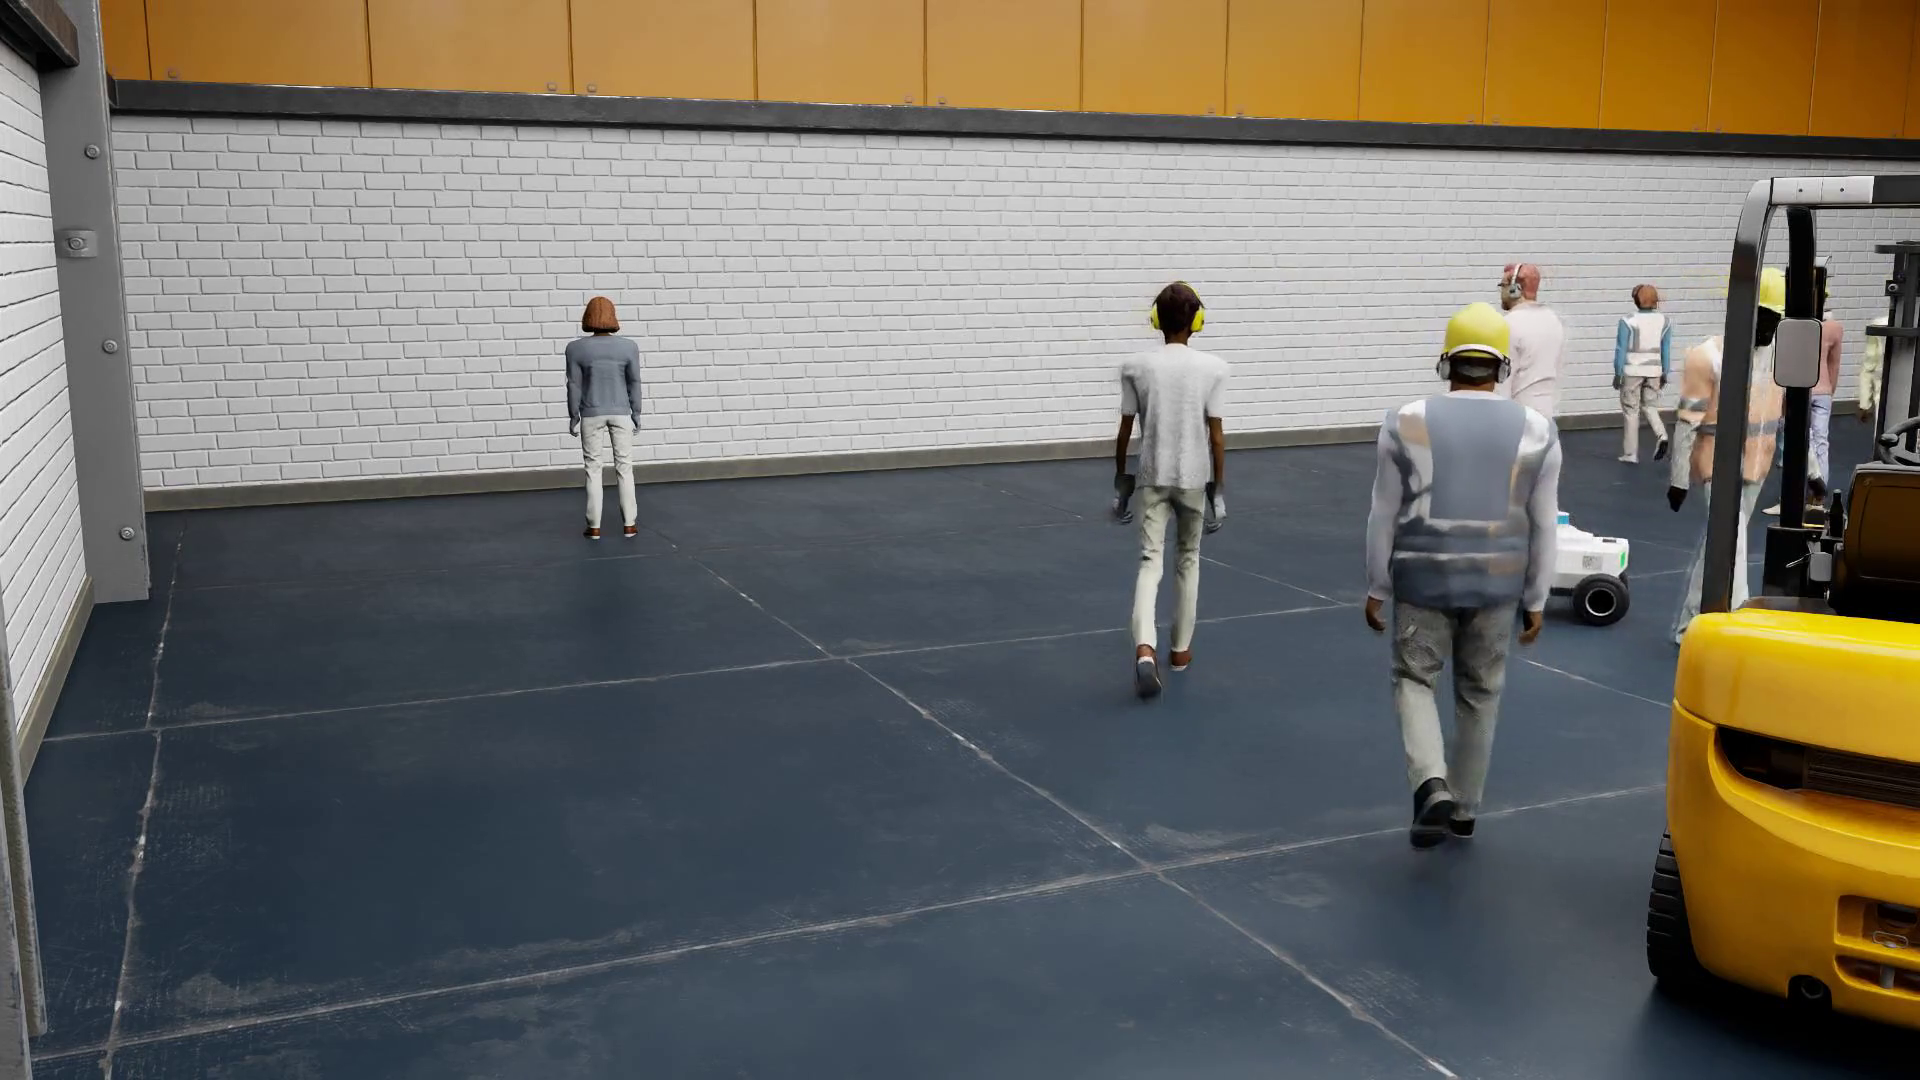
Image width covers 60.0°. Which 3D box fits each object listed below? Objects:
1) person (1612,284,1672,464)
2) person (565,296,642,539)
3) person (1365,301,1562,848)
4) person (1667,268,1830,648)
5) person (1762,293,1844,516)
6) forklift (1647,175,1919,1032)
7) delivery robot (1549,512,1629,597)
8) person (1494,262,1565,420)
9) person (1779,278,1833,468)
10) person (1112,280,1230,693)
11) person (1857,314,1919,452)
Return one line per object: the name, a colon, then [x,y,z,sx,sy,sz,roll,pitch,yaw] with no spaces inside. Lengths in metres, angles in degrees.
person: [6.114,-1.469,14.861,0.513,1.625,0.455,-2,10,-9]
person: [-2.401,-0.823,11.251,0.501,1.636,0.280,-3,11,-17]
person: [1.627,0.145,5.397,0.604,1.821,0.554,1,10,8]
person: [3.707,-0.309,7.746,0.589,1.878,0.920,-4,11,-22]
person: [6.126,-1.038,12.098,0.523,1.762,0.329,-2,10,-11]
forklift: [2.810,0.094,4.662,1.214,2.155,2.313,7,12,34]
delivery robot: [3.205,0.092,8.934,0.707,0.478,0.477,4,11,20]
person: [3.417,-0.720,10.012,0.641,1.891,0.593,-9,13,-40]
person: [7.343,-1.449,14.450,0.550,1.735,0.466,-4,11,-19]
person: [0.944,-0.243,7.538,0.524,1.834,0.875,2,11,12]
person: [6.571,-0.950,11.498,0.621,1.792,0.872,5,11,24]
